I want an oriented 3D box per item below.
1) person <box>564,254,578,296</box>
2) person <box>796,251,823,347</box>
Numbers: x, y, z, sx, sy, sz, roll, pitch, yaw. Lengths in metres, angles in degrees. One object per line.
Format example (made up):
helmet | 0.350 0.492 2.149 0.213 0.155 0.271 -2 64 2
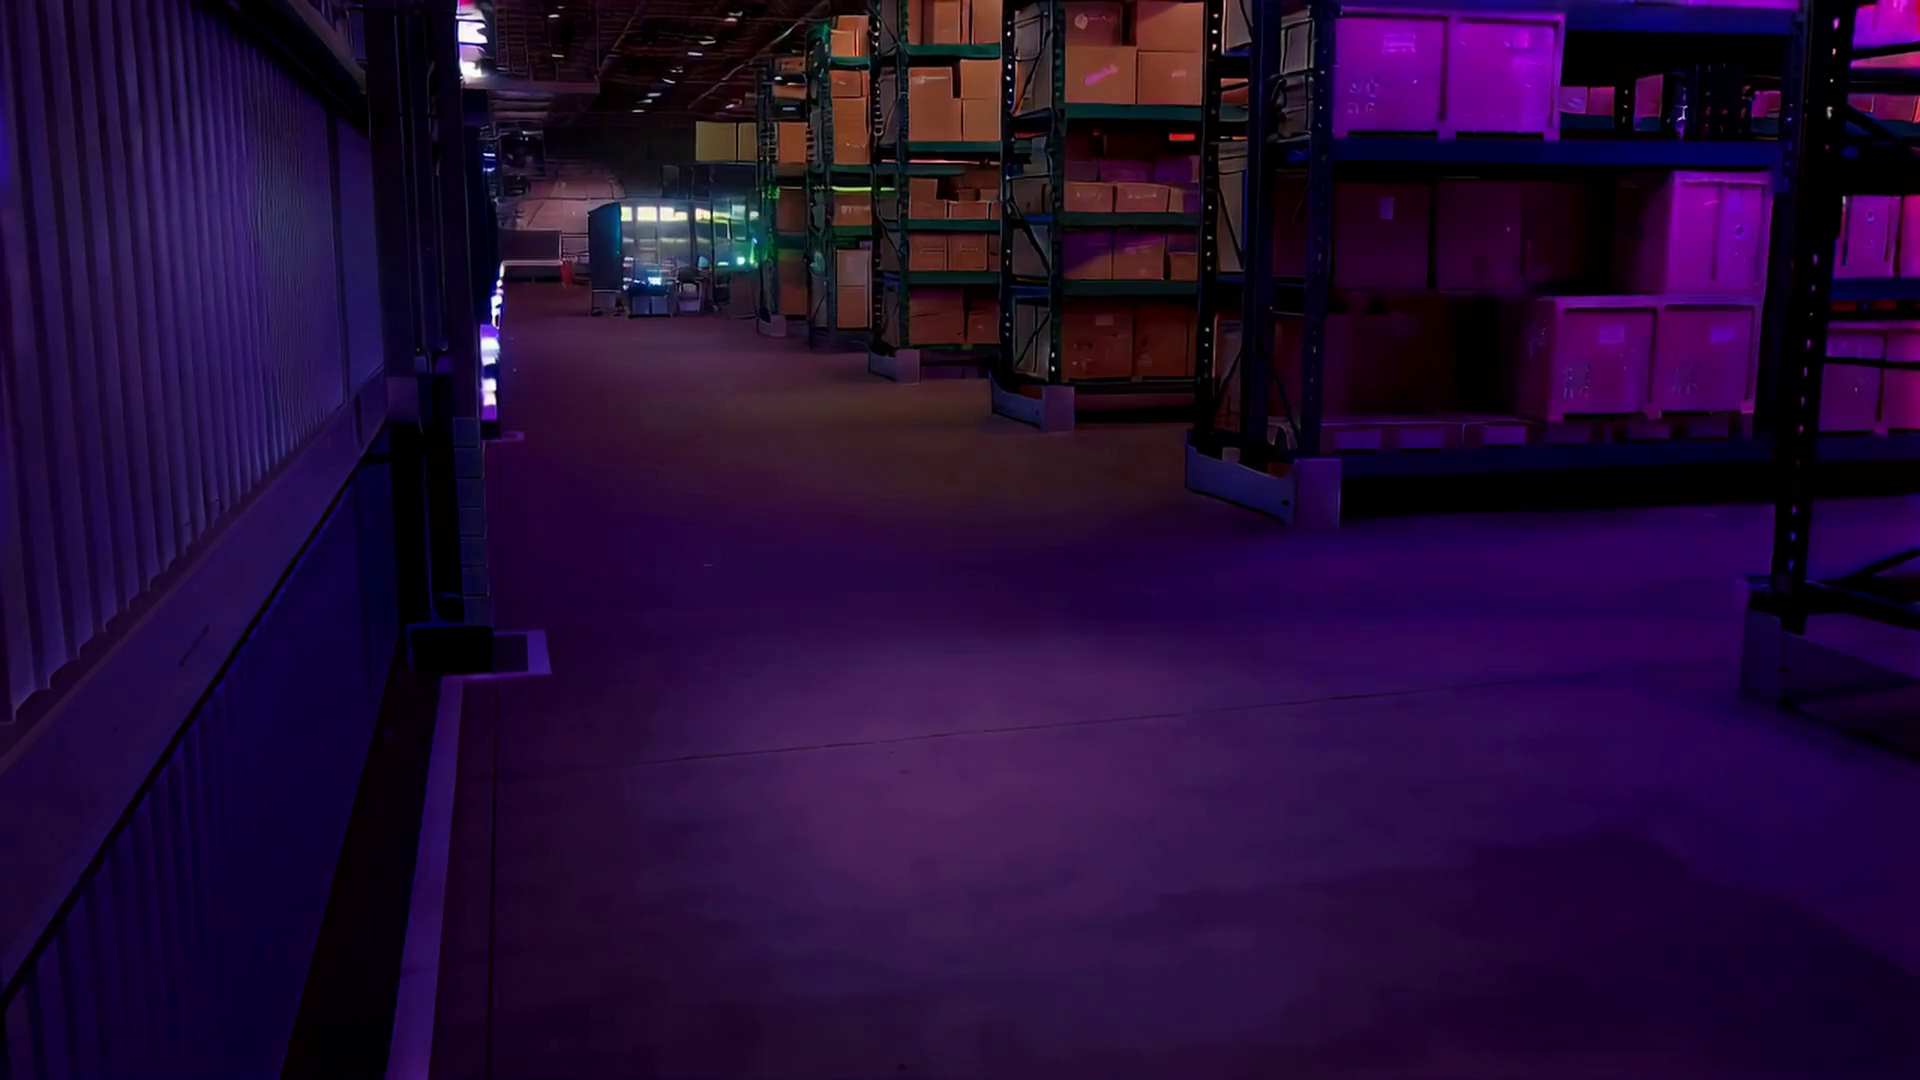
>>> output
person | -16.039 -10.928 68.519 0.558 1.730 0.766 -1 10 -7
person | -3.044 -4.860 33.596 0.561 1.921 0.654 -4 11 -23
